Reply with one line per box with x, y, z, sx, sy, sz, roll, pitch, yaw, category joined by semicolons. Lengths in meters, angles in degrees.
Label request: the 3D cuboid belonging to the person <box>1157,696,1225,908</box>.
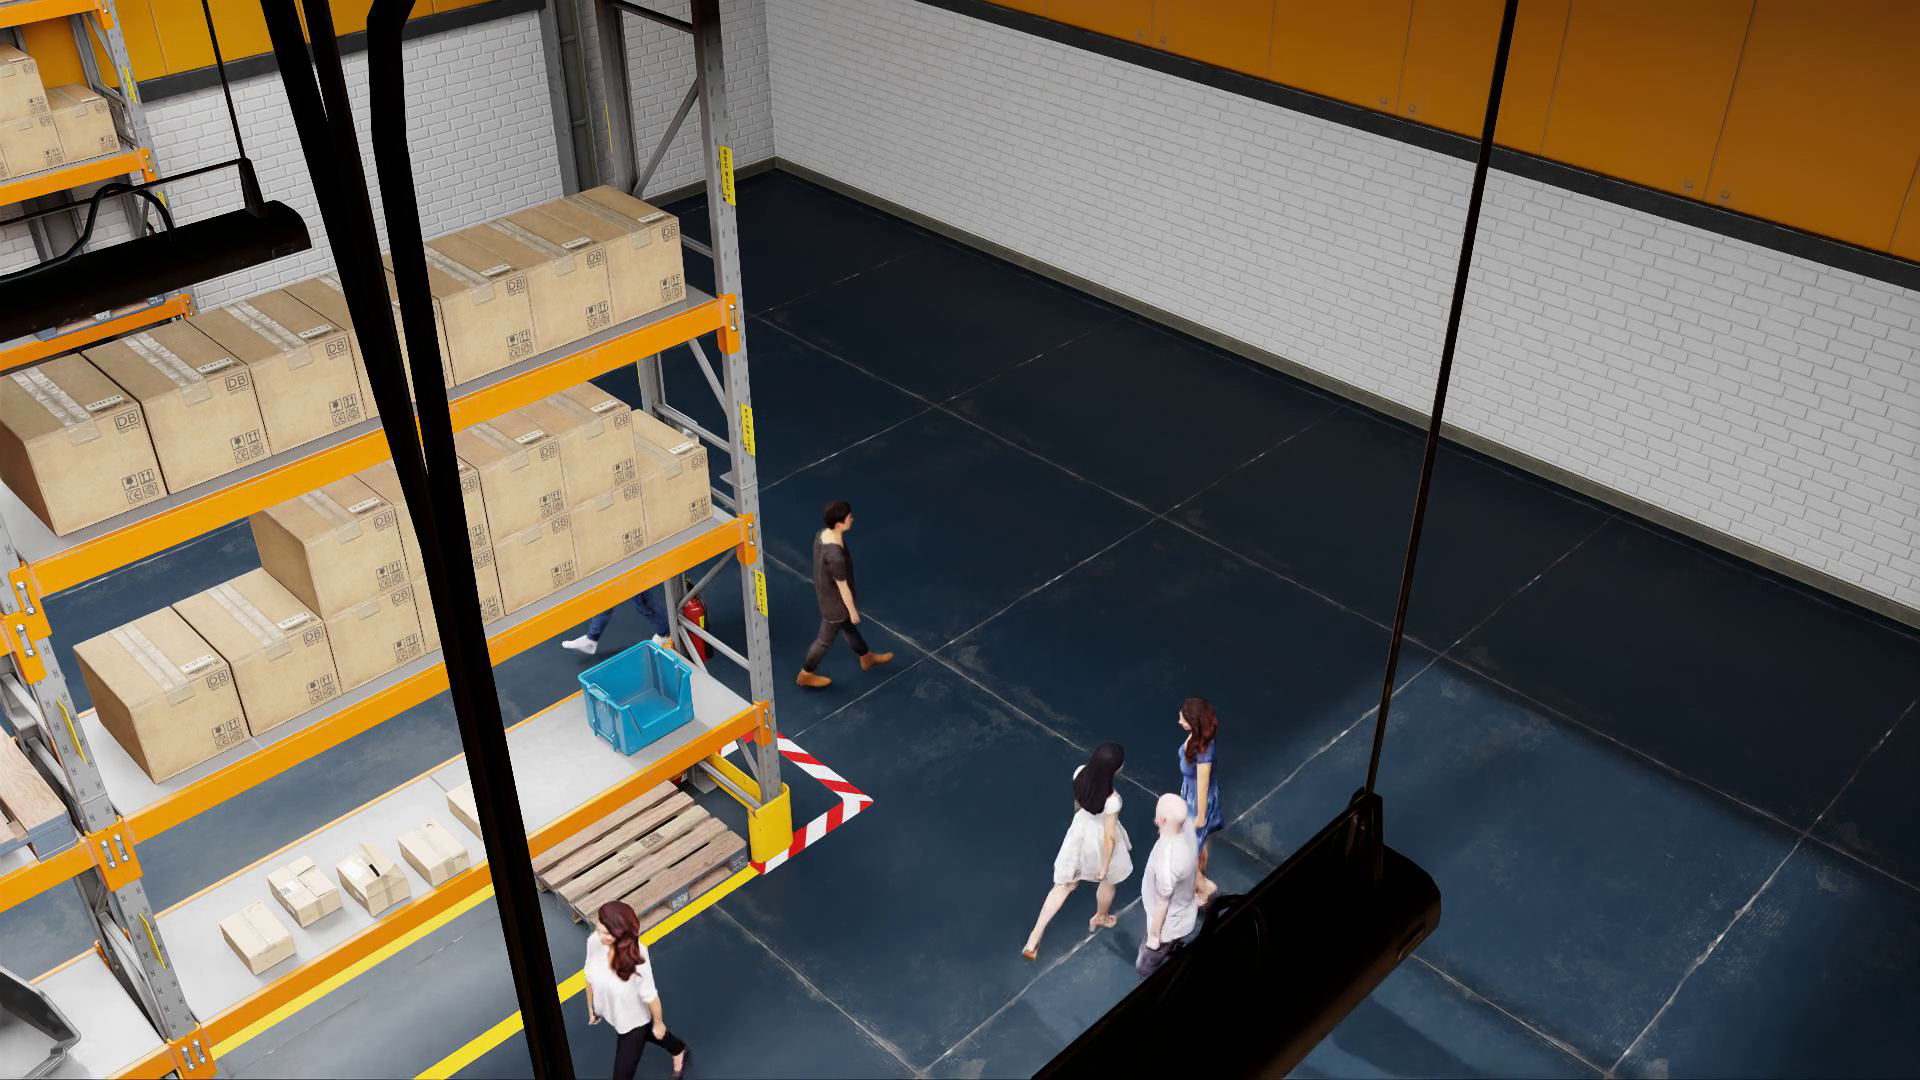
1.628;1.767;10.938;0.876;1.783;0.812;3;34;4;person

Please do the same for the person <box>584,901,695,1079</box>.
-1.844;2.691;9.580;0.764;1.748;1.183;20;39;27;person

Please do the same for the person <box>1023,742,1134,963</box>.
0.784;2.020;10.593;1.092;1.744;0.643;-26;42;-33;person

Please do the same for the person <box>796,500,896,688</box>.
-1.054;0.461;13.003;1.165;1.672;0.980;-8;34;-12;person
